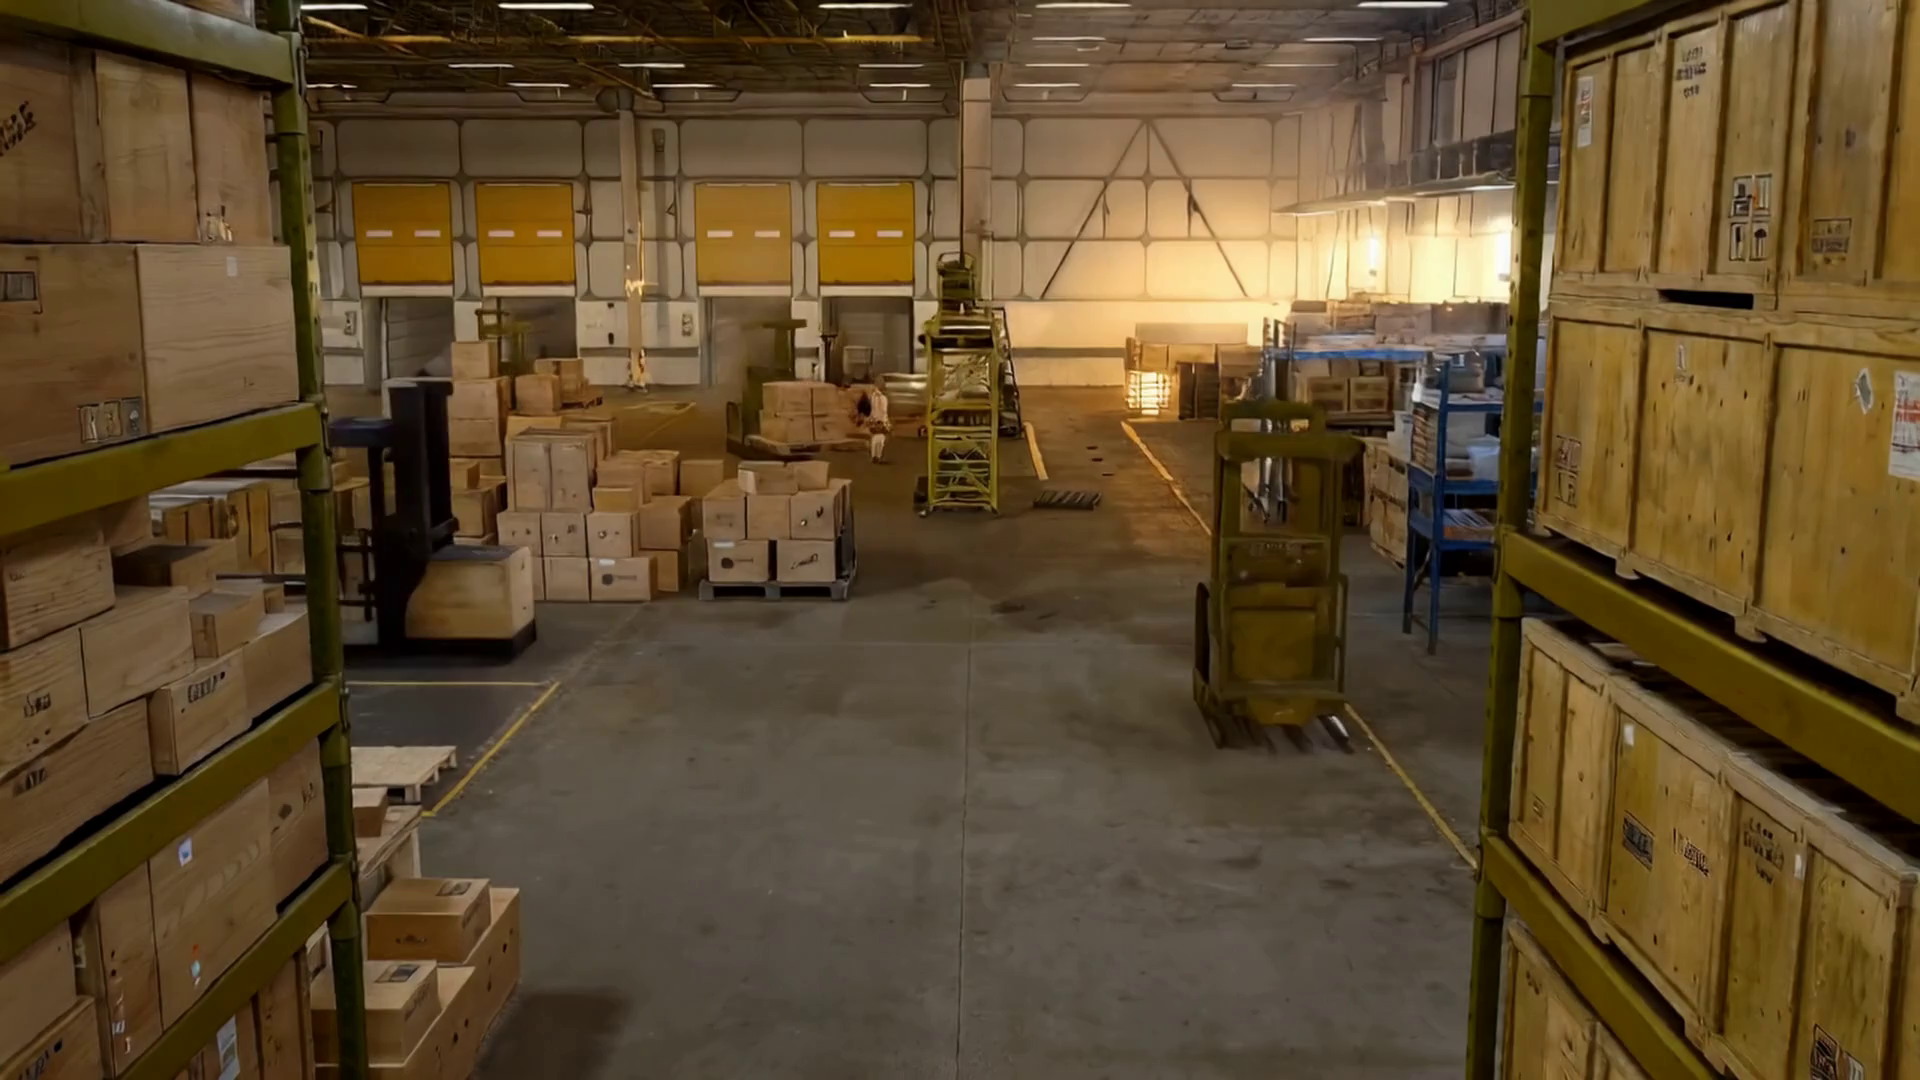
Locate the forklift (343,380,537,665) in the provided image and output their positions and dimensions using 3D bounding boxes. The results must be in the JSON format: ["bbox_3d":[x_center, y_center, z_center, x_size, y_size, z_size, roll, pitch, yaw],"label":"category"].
[{"bbox_3d":[-5.394,-0.202,16.866,1.873,2.768,1.129,0,10,0],"label":"forklift"}]

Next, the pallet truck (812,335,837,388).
[{"bbox_3d":[-3.021,-4.312,43.126,1.885,1.965,0.823,3,10,17],"label":"pallet truck"}]

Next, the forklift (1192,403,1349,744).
[{"bbox_3d":[2.697,0.194,14.585,1.129,2.768,1.873,0,10,1],"label":"forklift"}]

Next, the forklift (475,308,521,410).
[{"bbox_3d":[-10.763,-4.011,38.844,1.129,2.768,1.873,0,10,1],"label":"forklift"}]

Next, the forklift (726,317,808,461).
[{"bbox_3d":[-3.956,-3.089,33.522,1.129,2.768,1.873,-5,11,-27],"label":"forklift"}]

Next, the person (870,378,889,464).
[{"bbox_3d":[-1.586,-2.340,32.644,0.321,1.689,0.530,-6,11,-30],"label":"person"}]
